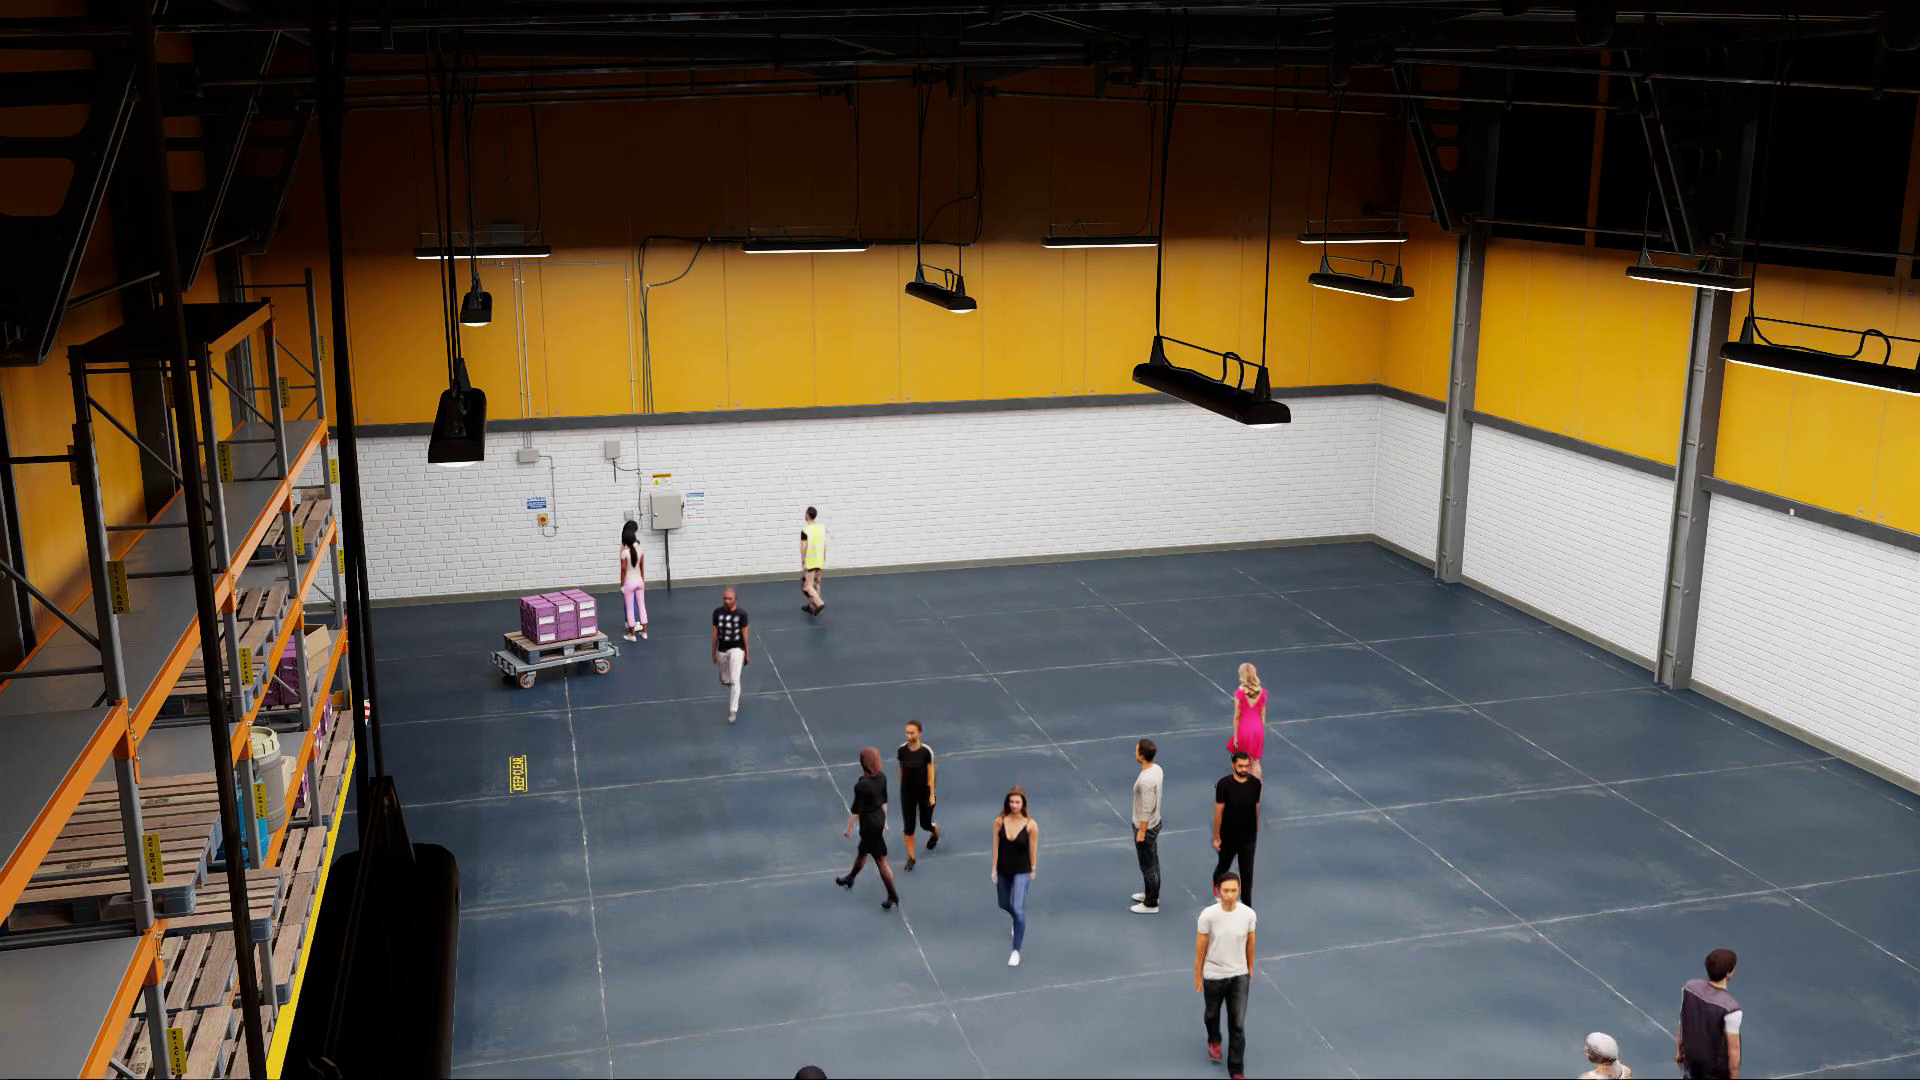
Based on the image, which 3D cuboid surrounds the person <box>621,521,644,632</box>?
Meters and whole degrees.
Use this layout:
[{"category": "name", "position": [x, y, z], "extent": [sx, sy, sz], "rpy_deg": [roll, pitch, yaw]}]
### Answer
[{"category": "person", "position": [-5.200, 0.552, 26.250], "extent": [0.769, 1.766, 0.630], "rpy_deg": [-11, 17, -37]}]

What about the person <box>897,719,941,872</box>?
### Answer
[{"category": "person", "position": [-0.421, 2.671, 17.737], "extent": [0.884, 1.653, 0.998], "rpy_deg": [6, 15, 24]}]

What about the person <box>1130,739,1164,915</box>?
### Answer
[{"category": "person", "position": [1.891, 2.850, 16.664], "extent": [0.794, 1.810, 0.664], "rpy_deg": [4, 14, 15]}]

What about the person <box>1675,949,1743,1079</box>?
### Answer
[{"category": "person", "position": [5.456, 3.893, 12.295], "extent": [0.760, 1.840, 0.757], "rpy_deg": [-6, 15, -23]}]

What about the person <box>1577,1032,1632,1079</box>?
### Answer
[{"category": "person", "position": [4.418, 4.164, 11.487], "extent": [0.634, 1.692, 0.529], "rpy_deg": [0, 14, 1]}]

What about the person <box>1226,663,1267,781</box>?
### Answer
[{"category": "person", "position": [3.373, 2.285, 19.220], "extent": [0.596, 1.705, 0.715], "rpy_deg": [-4, 14, -14]}]

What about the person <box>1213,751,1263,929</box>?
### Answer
[{"category": "person", "position": [2.730, 2.911, 16.577], "extent": [0.721, 1.734, 1.165], "rpy_deg": [-2, 14, -8]}]

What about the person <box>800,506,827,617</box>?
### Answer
[{"category": "person", "position": [-2.352, 0.370, 26.866], "extent": [1.085, 1.829, 0.960], "rpy_deg": [13, 19, 43]}]

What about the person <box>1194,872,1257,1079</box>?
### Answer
[{"category": "person", "position": [2.186, 3.567, 13.809], "extent": [0.855, 1.761, 1.180], "rpy_deg": [0, 14, -1]}]

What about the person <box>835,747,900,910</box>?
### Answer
[{"category": "person", "position": [-0.809, 2.923, 16.666], "extent": [1.109, 1.668, 1.026], "rpy_deg": [8, 16, 31]}]

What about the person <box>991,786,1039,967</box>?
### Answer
[{"category": "person", "position": [0.526, 3.117, 15.811], "extent": [0.950, 1.693, 1.100], "rpy_deg": [5, 15, 20]}]

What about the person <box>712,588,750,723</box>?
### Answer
[{"category": "person", "position": [-3.044, 1.497, 22.310], "extent": [0.927, 1.783, 1.149], "rpy_deg": [2, 14, 8]}]

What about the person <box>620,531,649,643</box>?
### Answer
[{"category": "person", "position": [-5.054, 0.697, 25.700], "extent": [0.662, 1.742, 0.666], "rpy_deg": [-13, 19, -43]}]
